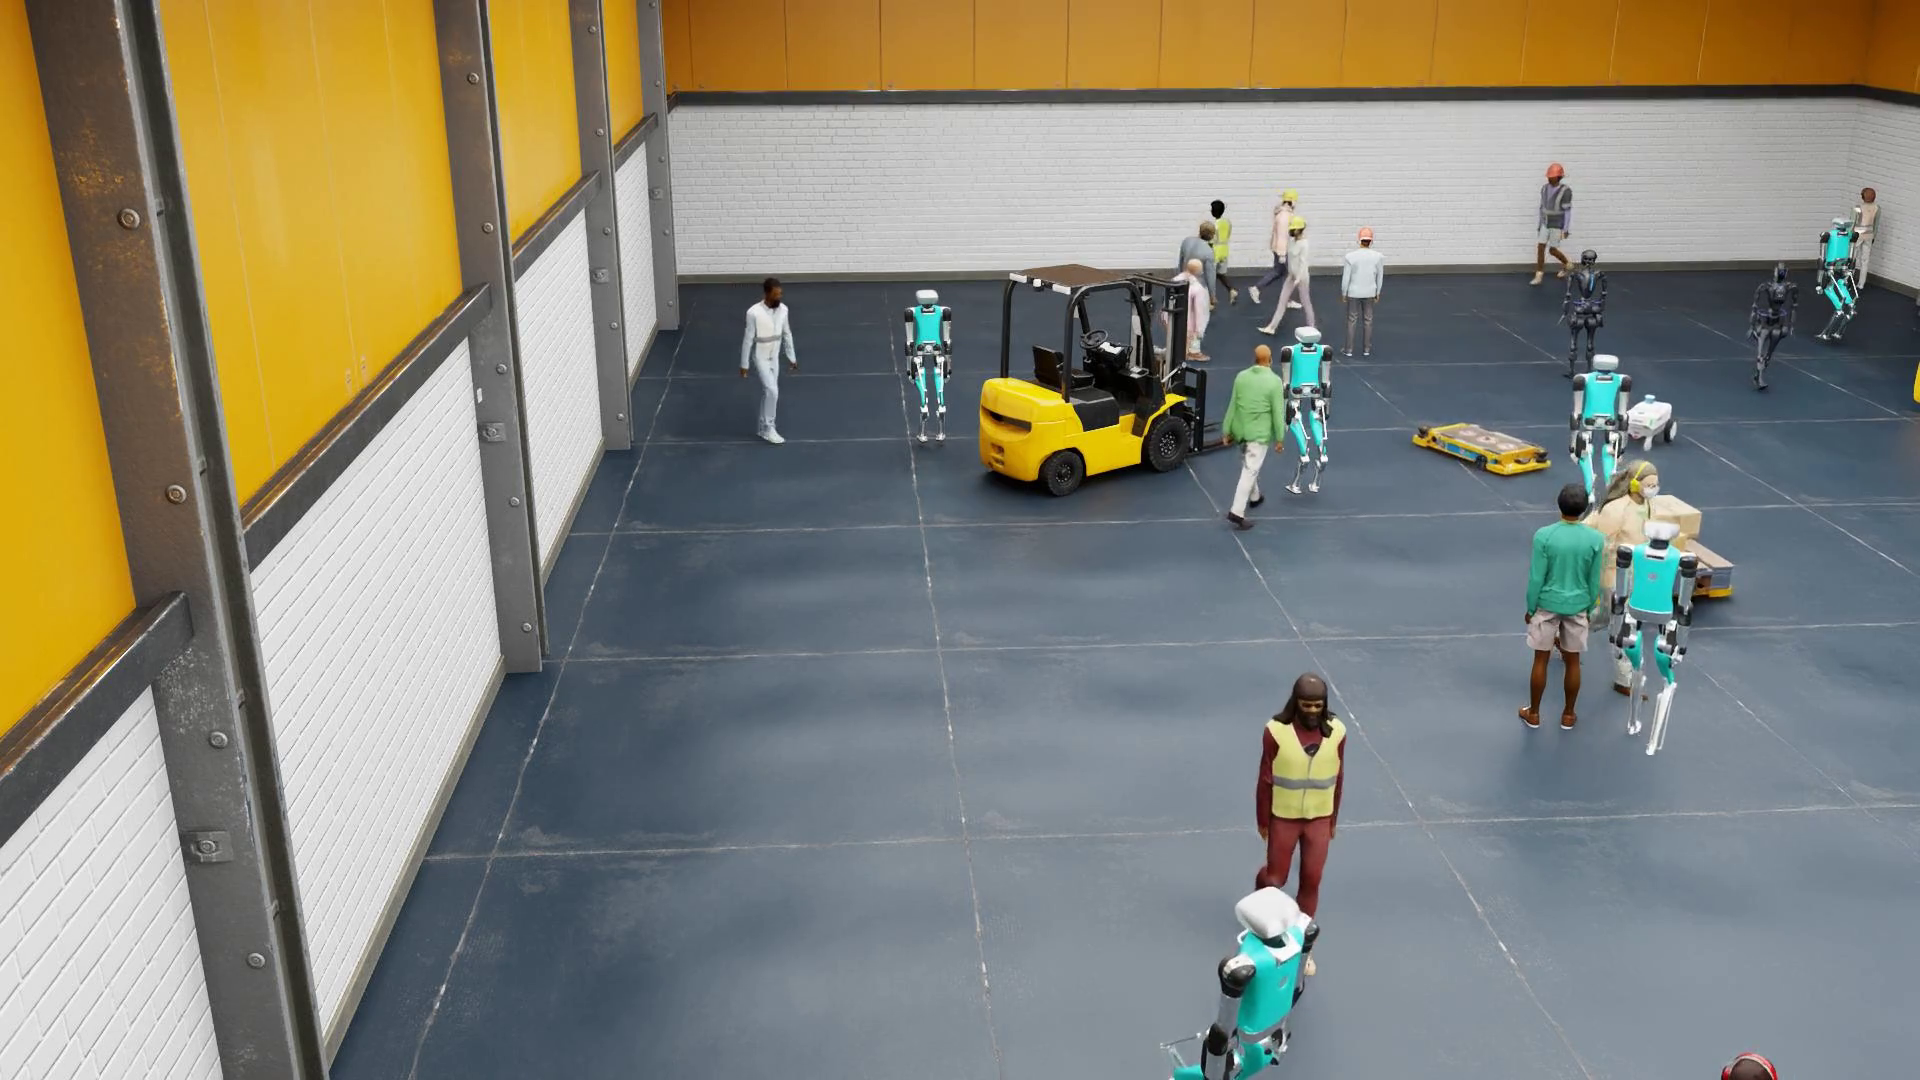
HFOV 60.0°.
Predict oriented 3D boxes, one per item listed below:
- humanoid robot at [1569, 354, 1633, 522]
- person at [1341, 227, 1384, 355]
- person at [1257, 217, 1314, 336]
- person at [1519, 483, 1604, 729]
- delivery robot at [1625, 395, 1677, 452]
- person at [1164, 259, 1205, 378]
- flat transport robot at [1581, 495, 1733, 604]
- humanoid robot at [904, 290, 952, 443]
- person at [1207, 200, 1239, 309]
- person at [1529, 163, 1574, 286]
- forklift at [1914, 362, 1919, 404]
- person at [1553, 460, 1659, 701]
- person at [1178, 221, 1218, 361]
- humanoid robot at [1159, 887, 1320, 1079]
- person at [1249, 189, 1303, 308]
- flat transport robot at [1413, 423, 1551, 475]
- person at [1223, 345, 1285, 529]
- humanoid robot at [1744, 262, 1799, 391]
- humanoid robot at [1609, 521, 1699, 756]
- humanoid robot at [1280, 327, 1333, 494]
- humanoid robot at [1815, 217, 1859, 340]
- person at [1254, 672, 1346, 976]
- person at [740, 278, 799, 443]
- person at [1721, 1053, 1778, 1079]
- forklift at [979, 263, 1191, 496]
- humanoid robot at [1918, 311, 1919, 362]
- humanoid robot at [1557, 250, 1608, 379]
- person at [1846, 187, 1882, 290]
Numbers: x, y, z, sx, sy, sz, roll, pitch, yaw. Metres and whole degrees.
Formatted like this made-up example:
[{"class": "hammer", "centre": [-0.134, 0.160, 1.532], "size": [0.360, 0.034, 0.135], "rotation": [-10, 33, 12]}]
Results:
[{"class": "humanoid robot", "centre": [6.053, -0.800, 15.733], "size": [0.531, 1.806, 0.770], "rotation": [3, 20, 9]}, {"class": "person", "centre": [5.478, -3.395, 22.720], "size": [0.566, 1.751, 0.328], "rotation": [-1, 20, -4]}, {"class": "person", "centre": [4.724, -3.721, 23.648], "size": [0.893, 1.721, 0.539], "rotation": [-7, 21, -18]}, {"class": "person", "centre": [4.329, 0.494, 11.989], "size": [0.494, 1.851, 0.403], "rotation": [4, 21, 11]}, {"class": "delivery robot", "centre": [7.789, -1.351, 18.865], "size": [0.499, 0.576, 0.751], "rotation": [16, 25, 36]}, {"class": "person", "centre": [2.770, -2.650, 20.711], "size": [0.451, 1.744, 0.603], "rotation": [-12, 23, -29]}, {"class": "flat transport robot", "centre": [5.994, 0.338, 14.707], "size": [1.431, 0.231, 0.659], "rotation": [-3, 20, -8]}, {"class": "humanoid robot", "centre": [-0.335, -1.885, 18.434], "size": [0.533, 1.681, 0.735], "rotation": [-1, 20, -4]}, {"class": "person", "centre": [3.968, -4.340, 25.385], "size": [0.530, 1.682, 0.556], "rotation": [-15, 25, -34]}, {"class": "person", "centre": [9.760, -5.175, 27.209], "size": [0.731, 2.009, 0.658], "rotation": [-11, 23, -27]}, {"class": "forklift", "centre": [12.602, -2.435, 19.475], "size": [2.313, 2.155, 1.214], "rotation": [-1, 20, -4]}, {"class": "person", "centre": [5.000, 0.235, 12.729], "size": [0.554, 1.831, 0.917], "rotation": [-14, 24, -33]}, {"class": "person", "centre": [3.175, -3.362, 22.450], "size": [0.378, 1.894, 0.712], "rotation": [-14, 24, -34]}, {"class": "humanoid robot", "centre": [1.146, 2.258, 7.462], "size": [0.616, 1.843, 0.870], "rotation": [-15, 25, -35]}, {"class": "person", "centre": [4.916, -4.479, 25.550], "size": [0.778, 1.844, 0.810], "rotation": [2, 20, 4]}, {"class": "flat transport robot", "centre": [5.770, -1.025, 18.419], "size": [0.659, 0.231, 1.431], "rotation": [-11, 23, -27]}, {"class": "person", "centre": [2.873, -1.033, 16.365], "size": [0.587, 1.726, 0.987], "rotation": [16, 25, 37]}, {"class": "humanoid robot", "centre": [10.268, -2.693, 20.975], "size": [0.612, 1.631, 0.759], "rotation": [1, 20, 3]}, {"class": "humanoid robot", "centre": [4.904, 0.663, 11.779], "size": [0.546, 1.842, 0.795], "rotation": [12, 23, 29]}, {"class": "humanoid robot", "centre": [3.514, -1.258, 16.724], "size": [0.533, 1.681, 0.735], "rotation": [-1, 20, -4]}, {"class": "humanoid robot", "centre": [12.250, -3.595, 23.092], "size": [0.533, 1.681, 0.735], "rotation": [-1, 20, -4]}, {"class": "person", "centre": [1.886, 1.528, 9.313], "size": [0.476, 1.755, 0.600], "rotation": [-2, 20, -4]}, {"class": "person", "centre": [-2.138, -2.021, 18.788], "size": [0.704, 1.886, 0.673], "rotation": [15, 25, 35]}, {"class": "person", "centre": [2.887, 2.672, 6.334], "size": [0.470, 1.650, 0.310], "rotation": [17, 26, 39]}, {"class": "forklift", "centre": [1.315, -1.764, 17.646], "size": [2.313, 2.155, 1.214], "rotation": [-14, 24, -33]}, {"class": "humanoid robot", "centre": [13.126, -3.154, 22.158], "size": [0.599, 1.657, 0.315], "rotation": [-1, 20, -4]}, {"class": "humanoid robot", "centre": [8.069, -2.927, 21.536], "size": [0.599, 1.659, 0.315], "rotation": [-1, 20, -4]}, {"class": "person", "centre": [14.561, -4.862, 26.882], "size": [0.516, 1.640, 0.305], "rotation": [-1, 20, -4]}]
